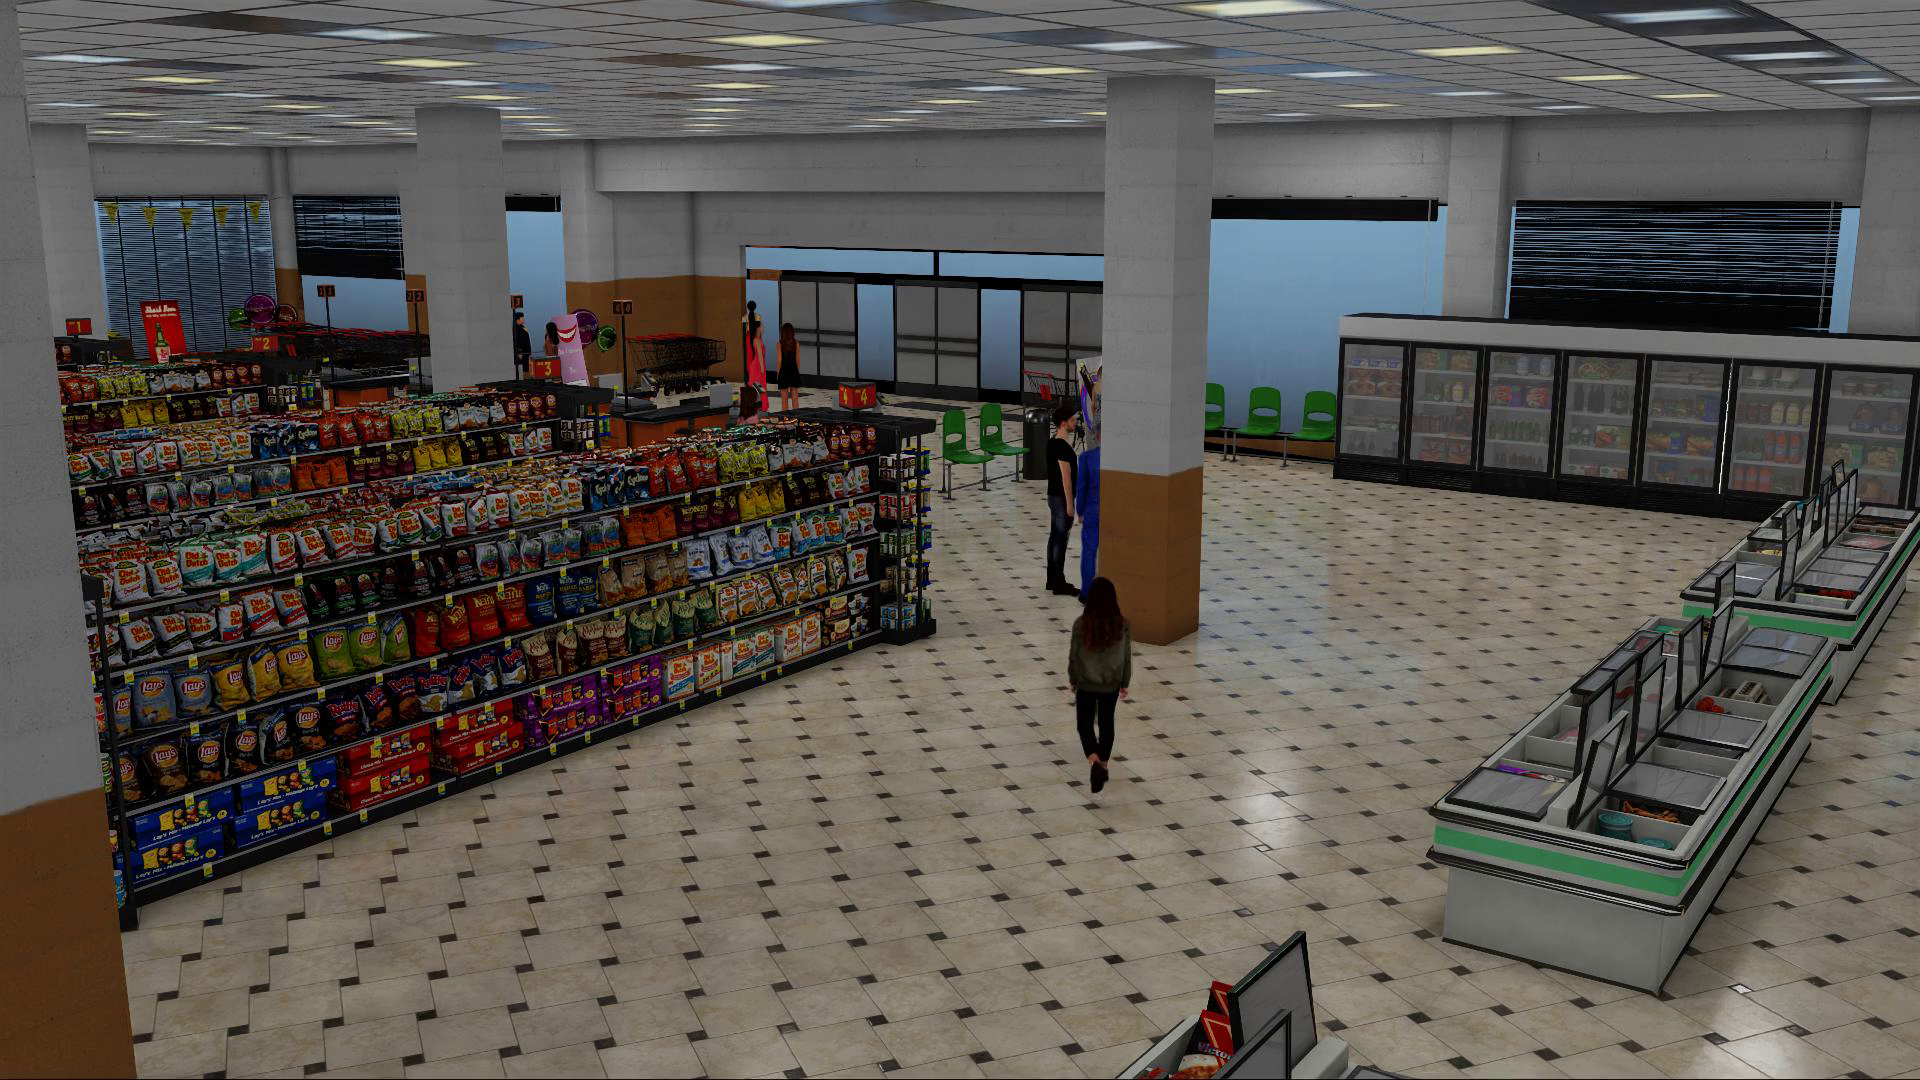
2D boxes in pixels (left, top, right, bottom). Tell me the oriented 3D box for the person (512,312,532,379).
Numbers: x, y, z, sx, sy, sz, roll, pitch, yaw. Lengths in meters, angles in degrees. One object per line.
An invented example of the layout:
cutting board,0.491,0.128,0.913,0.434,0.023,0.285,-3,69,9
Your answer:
person,-8.692,-3.662,32.871,0.861,1.671,0.776,-1,12,-2

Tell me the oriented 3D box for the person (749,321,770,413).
person,-3.648,-3.102,30.074,0.748,1.727,0.713,-4,13,-19

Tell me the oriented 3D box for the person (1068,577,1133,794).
person,0.951,0.995,11.264,0.897,1.461,0.980,-1,12,-5

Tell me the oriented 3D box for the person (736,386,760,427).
person,-2.461,-0.910,19.481,0.715,1.803,0.685,-4,12,-17

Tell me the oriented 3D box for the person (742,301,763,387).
person,-4.300,-4.076,34.540,0.638,1.793,0.742,-5,13,-23

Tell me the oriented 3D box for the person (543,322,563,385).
person,-7.534,-3.217,30.818,0.784,1.645,0.643,1,12,7

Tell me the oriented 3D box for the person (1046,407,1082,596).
person,1.024,-0.406,16.863,0.807,1.896,0.751,-2,12,-10

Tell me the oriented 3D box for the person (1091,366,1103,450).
person,1.954,-1.546,22.742,0.573,1.704,0.621,-10,15,-39

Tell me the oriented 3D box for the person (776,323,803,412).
person,-2.905,-2.763,28.205,0.627,1.835,0.722,-5,13,-22
